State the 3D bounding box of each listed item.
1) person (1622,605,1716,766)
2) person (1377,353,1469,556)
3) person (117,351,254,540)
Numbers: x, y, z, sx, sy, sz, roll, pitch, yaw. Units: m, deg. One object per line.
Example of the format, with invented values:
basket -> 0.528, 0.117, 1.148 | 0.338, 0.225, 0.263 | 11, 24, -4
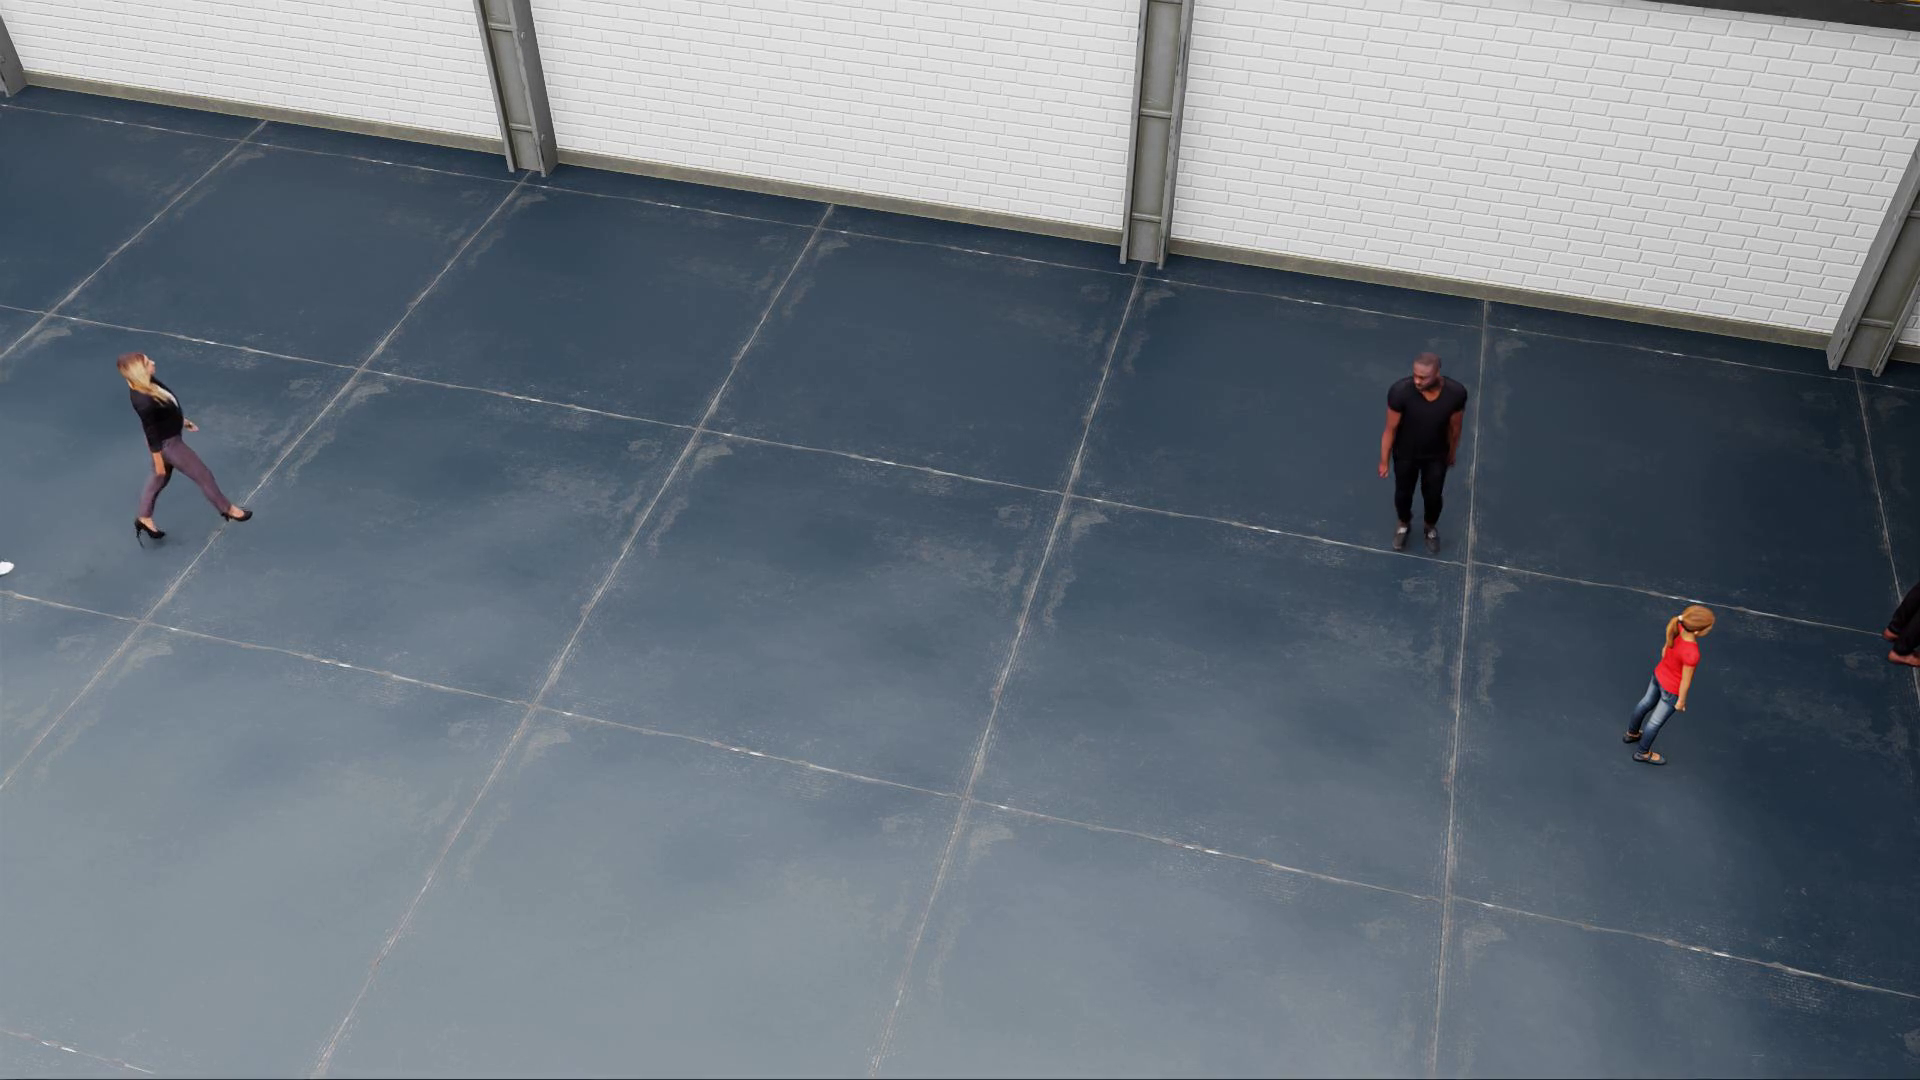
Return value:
person -> 4.451, 0.886, 10.446 | 0.567, 1.310, 0.550 | -2, 44, -2
person -> 3.256, -0.631, 11.698 | 0.573, 1.779, 0.834 | -2, 44, -2
person -> -5.719, -0.626, 11.801 | 1.083, 1.629, 1.016 | -21, 47, -20
